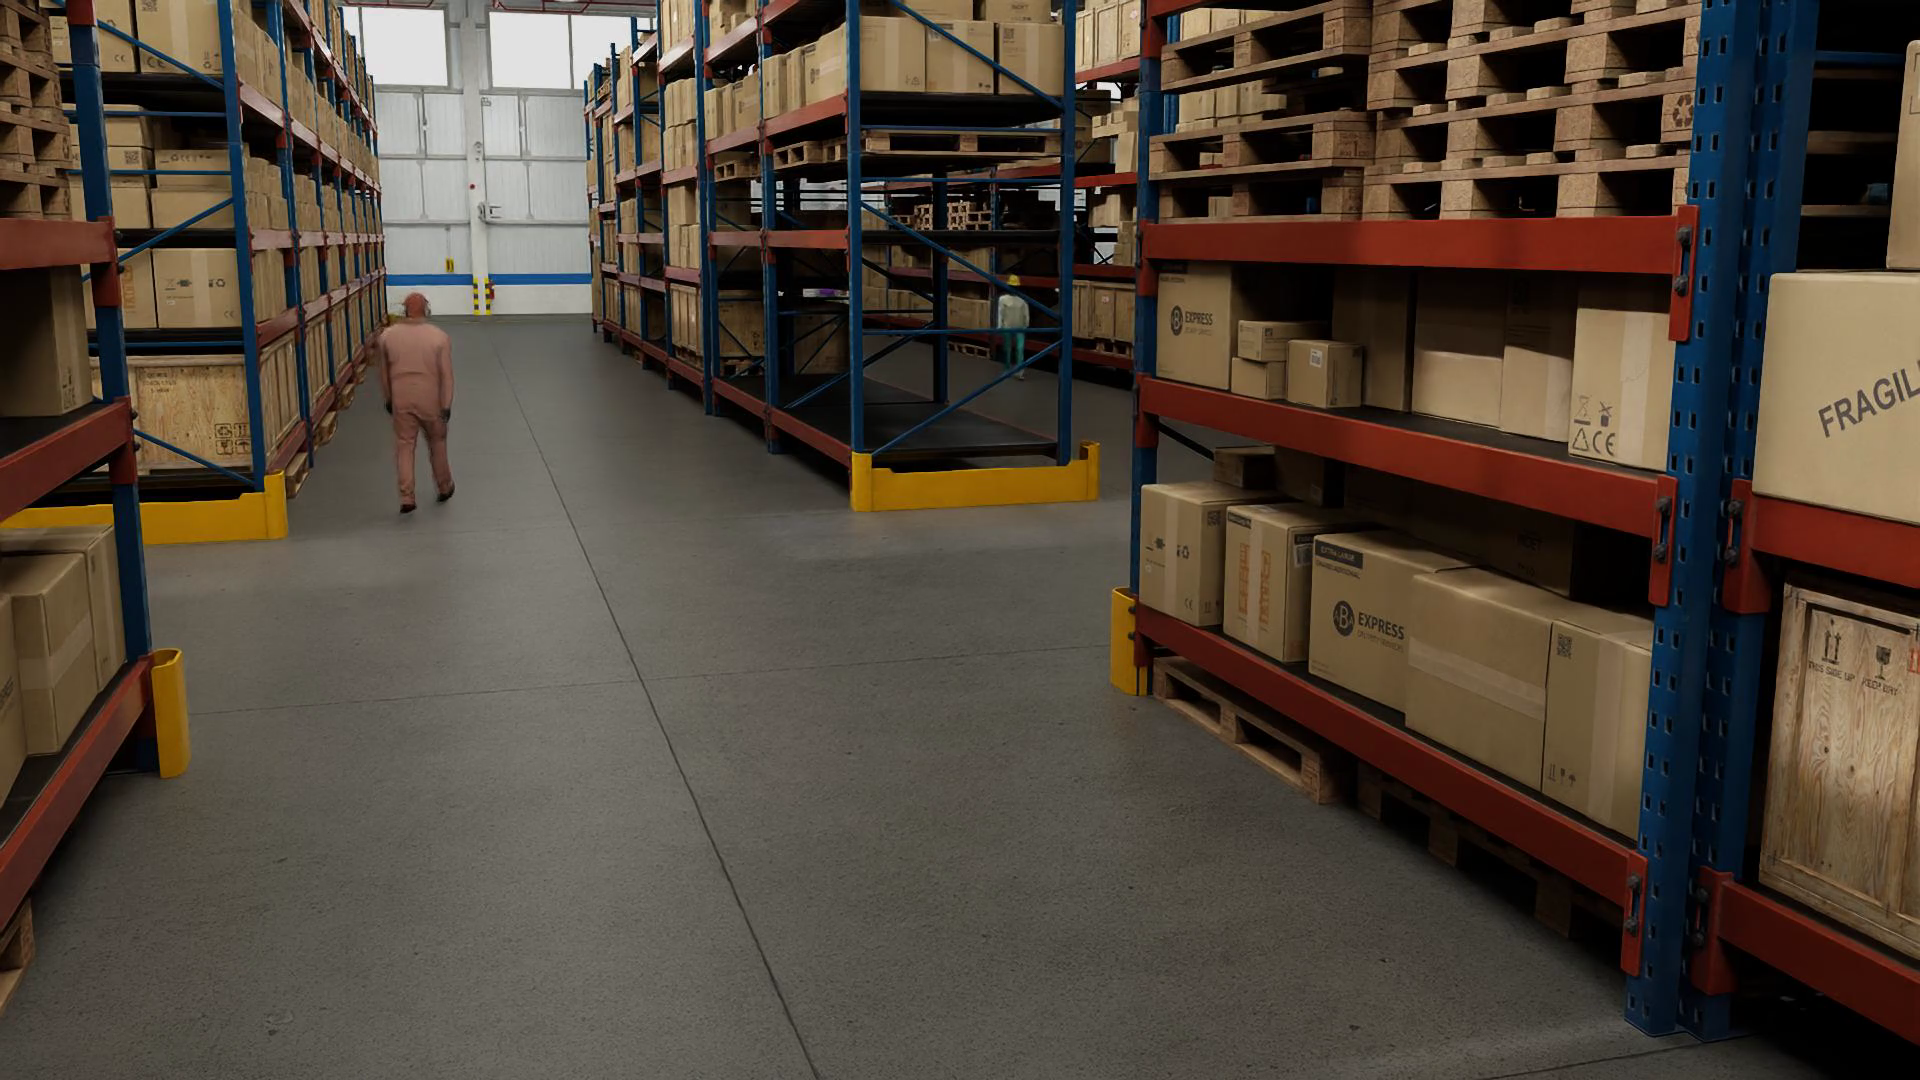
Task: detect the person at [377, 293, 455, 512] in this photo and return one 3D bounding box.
[{"bbox_3d":[-4.707,-1.208,14.498,0.664,1.860,0.998,-1,10,-5],"label":"person"}]

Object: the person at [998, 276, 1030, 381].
[{"bbox_3d":[0.881,-3.504,27.470,0.542,1.720,0.919,-1,10,-6],"label":"person"}]

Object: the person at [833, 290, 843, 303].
[{"bbox_3d":[-3.265,-6.393,43.406,0.919,1.682,0.581,-9,13,-39],"label":"person"}]

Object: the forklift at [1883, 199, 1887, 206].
[{"bbox_3d":[11.338,-2.915,21.052,1.129,2.768,1.873,-3,11,-17],"label":"forklift"}]

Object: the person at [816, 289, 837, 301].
[{"bbox_3d":[-3.426,-6.348,42.511,0.572,1.912,0.474,-3,11,-15],"label":"person"}]
